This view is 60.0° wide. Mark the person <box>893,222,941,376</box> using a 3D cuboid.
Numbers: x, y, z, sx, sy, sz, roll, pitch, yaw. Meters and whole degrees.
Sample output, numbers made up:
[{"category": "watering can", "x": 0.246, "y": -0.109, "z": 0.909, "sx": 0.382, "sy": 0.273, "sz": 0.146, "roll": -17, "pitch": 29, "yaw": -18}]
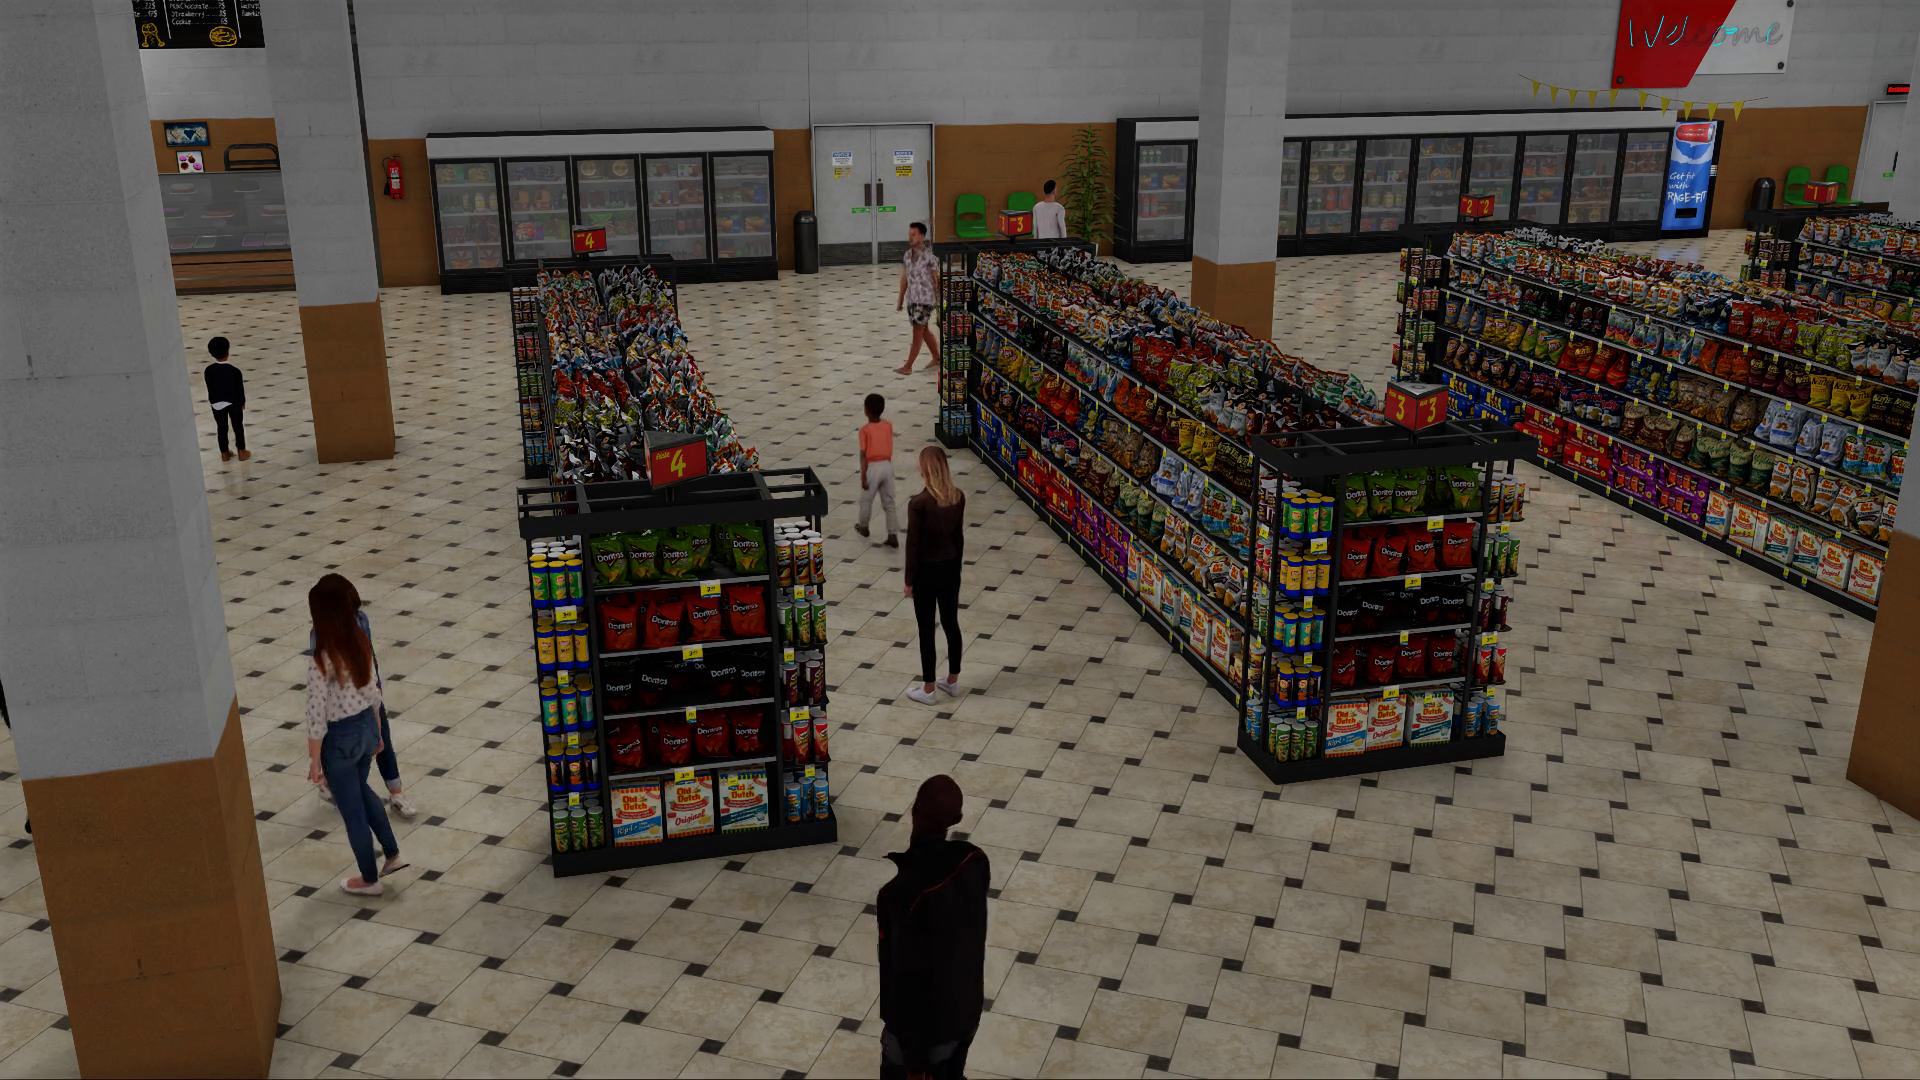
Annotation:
[{"category": "person", "x": -0.404, "y": -2.858, "z": 19.770, "sx": 1.127, "sy": 1.774, "sz": 1.199, "roll": -18, "pitch": 25, "yaw": -42}]

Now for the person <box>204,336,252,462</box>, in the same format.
[{"category": "person", "x": -7.172, "y": -1.379, "z": 16.248, "sx": 0.515, "sy": 1.223, "sz": 0.501, "roll": -3, "pitch": 19, "yaw": -9}]

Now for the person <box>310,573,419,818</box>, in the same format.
[{"category": "person", "x": -3.436, "y": 0.864, "z": 9.228, "sx": 0.966, "sy": 1.457, "sz": 0.925, "roll": 8, "pitch": 20, "yaw": 21}]

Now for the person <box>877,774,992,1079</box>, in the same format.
[{"category": "person", "x": -0.059, "y": 1.763, "z": 6.052, "sx": 0.983, "sy": 1.783, "sz": 0.950, "roll": 7, "pitch": 20, "yaw": 19}]

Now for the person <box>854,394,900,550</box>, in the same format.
[{"category": "person", "x": -0.642, "y": -0.541, "z": 13.671, "sx": 0.555, "sy": 1.281, "sz": 0.912, "roll": -8, "pitch": 20, "yaw": -22}]

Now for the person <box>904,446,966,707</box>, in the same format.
[{"category": "person", "x": -0.152, "y": 0.225, "z": 10.742, "sx": 0.670, "sy": 1.702, "sz": 0.657, "roll": -16, "pitch": 25, "yaw": -40}]

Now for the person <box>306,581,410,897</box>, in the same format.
[{"category": "person", "x": -2.992, "y": 1.023, "z": 8.341, "sx": 0.800, "sy": 1.723, "sz": 0.730, "roll": 7, "pitch": 20, "yaw": 21}]

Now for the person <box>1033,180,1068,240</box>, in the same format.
[{"category": "person", "x": 1.280, "y": -4.187, "z": 23.608, "sx": 0.745, "sy": 1.841, "sz": 0.803, "roll": 10, "pitch": 21, "yaw": 28}]
